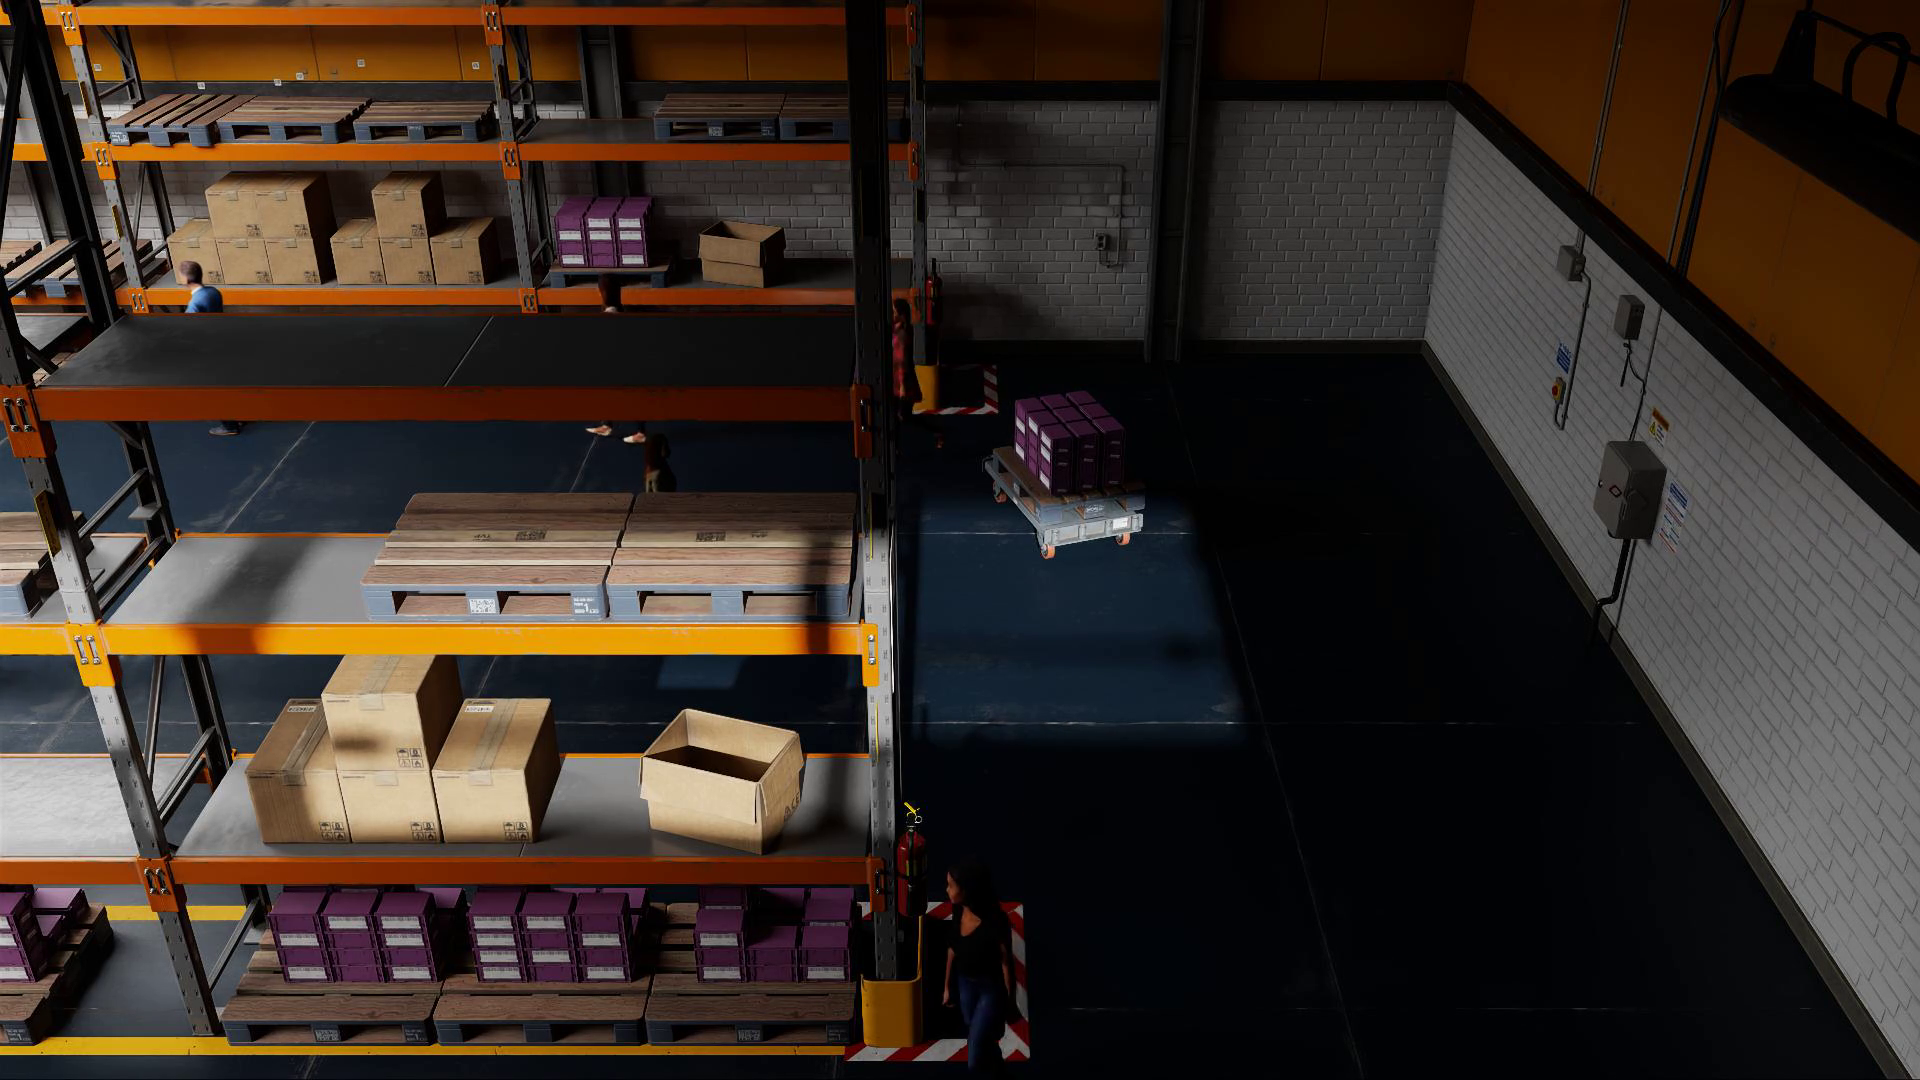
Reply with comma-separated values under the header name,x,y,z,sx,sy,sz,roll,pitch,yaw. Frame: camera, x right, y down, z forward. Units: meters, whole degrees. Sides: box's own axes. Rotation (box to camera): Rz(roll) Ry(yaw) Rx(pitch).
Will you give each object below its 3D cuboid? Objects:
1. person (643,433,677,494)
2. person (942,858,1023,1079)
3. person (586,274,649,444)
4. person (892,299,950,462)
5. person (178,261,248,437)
name,x,y,z,sx,sy,sz,roll,pitch,yaw
person,-2.474,-0.209,13.853,0.530,1.475,0.594,-3,29,-5
person,0.188,2.377,8.865,0.714,1.712,0.772,24,37,37
person,-3.274,-1.748,16.374,0.856,1.763,0.582,0,29,0
person,-0.479,-1.522,16.043,1.022,1.683,0.784,-8,30,-15
person,-7.483,-1.936,16.671,0.588,1.809,0.671,3,29,5
